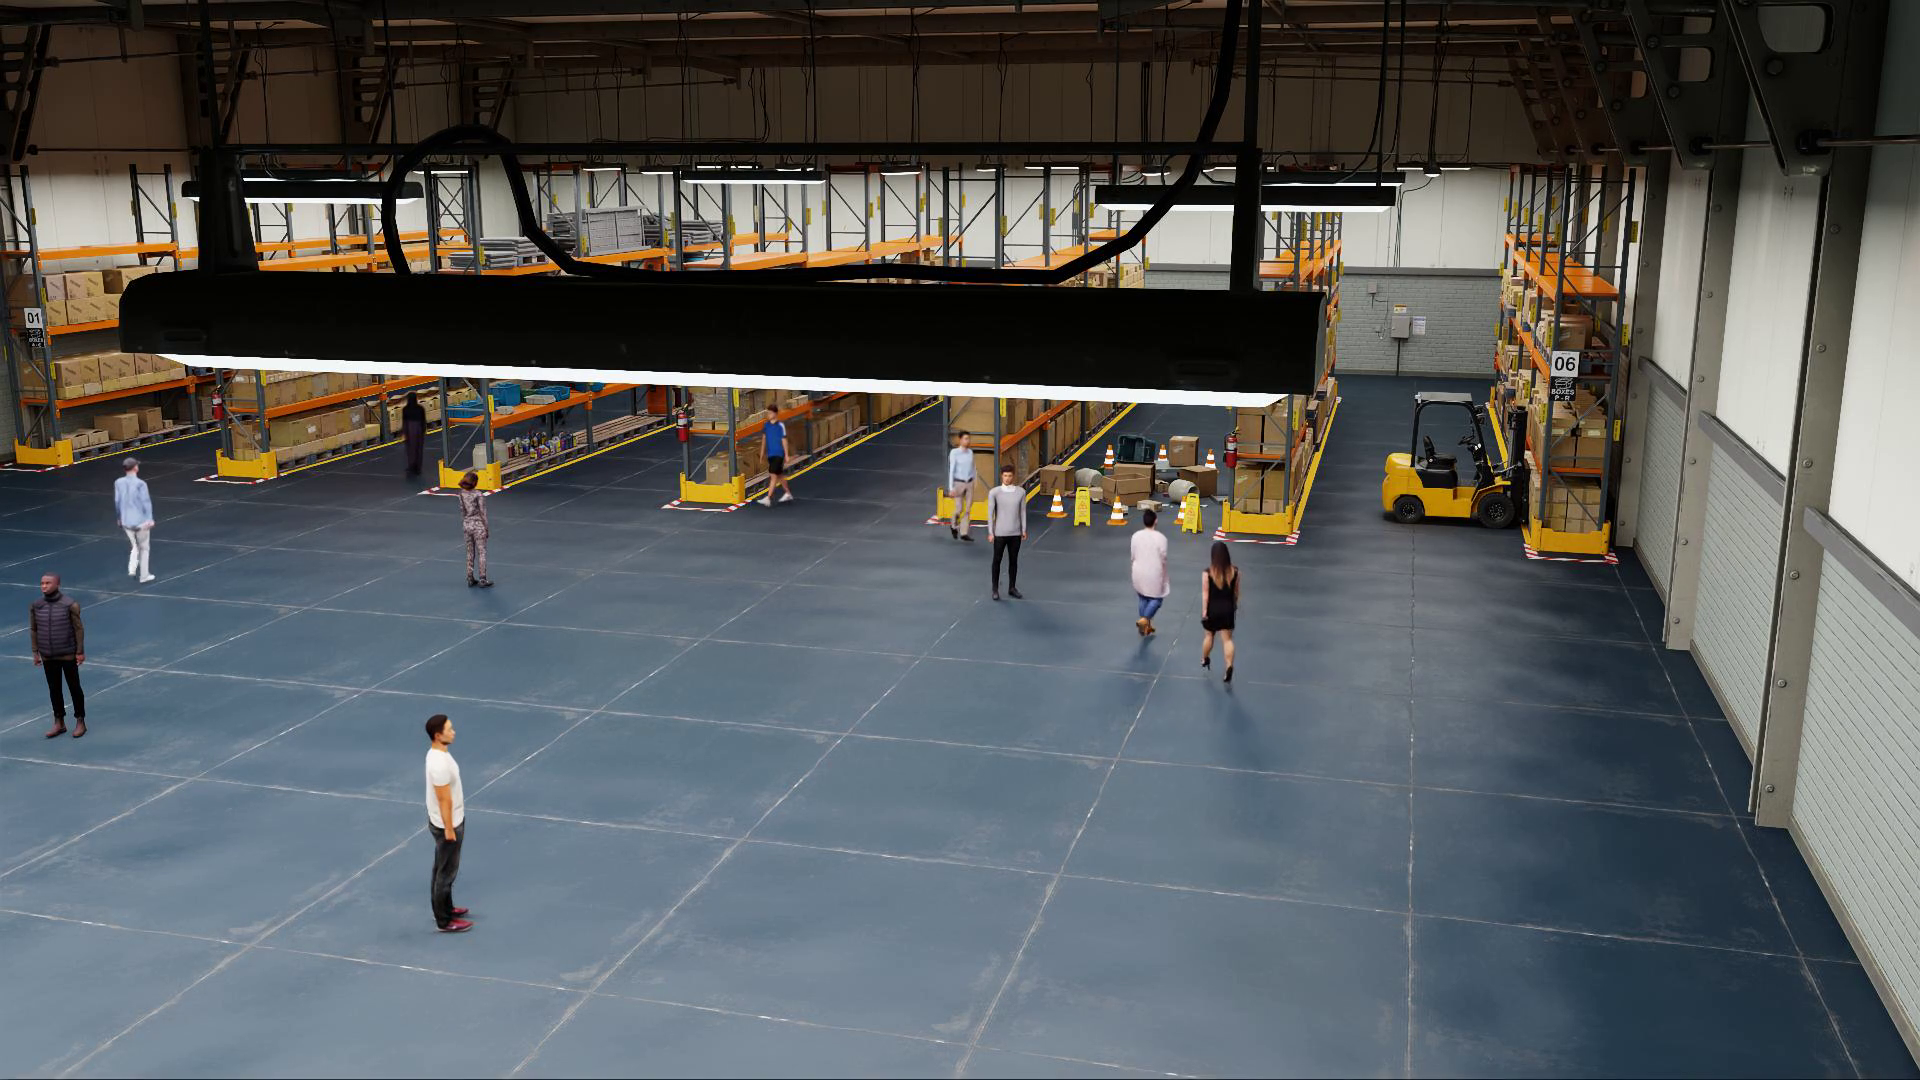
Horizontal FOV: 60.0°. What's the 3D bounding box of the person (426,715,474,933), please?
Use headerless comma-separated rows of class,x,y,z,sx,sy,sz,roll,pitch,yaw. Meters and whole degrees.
person,-4.211,2.288,13.565,0.781,1.801,0.679,-5,14,-20

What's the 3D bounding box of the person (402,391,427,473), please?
person,-10.891,-2.152,33.165,0.813,1.609,1.024,-2,13,-8

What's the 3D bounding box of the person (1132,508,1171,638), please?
person,2.427,0.457,21.641,0.850,1.726,1.004,9,16,33

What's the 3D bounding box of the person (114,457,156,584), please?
person,-12.169,-0.270,24.445,0.685,1.878,0.664,2,13,8

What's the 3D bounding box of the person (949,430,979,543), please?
person,0.011,-0.882,27.193,0.866,1.830,0.925,-8,15,-31

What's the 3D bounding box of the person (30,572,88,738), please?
person,-9.764,1.233,18.050,0.754,1.835,0.673,-1,13,-2

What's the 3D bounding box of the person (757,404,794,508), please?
person,-3.258,-1.518,29.978,0.990,1.812,1.315,10,16,36

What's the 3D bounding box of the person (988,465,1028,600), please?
person,0.670,-0.133,23.760,0.834,1.920,0.828,-3,13,-14

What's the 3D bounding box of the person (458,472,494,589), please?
person,-7.105,-0.160,24.331,0.590,1.714,0.584,5,14,20

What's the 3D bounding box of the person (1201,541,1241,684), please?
person,3.130,0.912,19.816,0.944,1.664,1.177,-2,13,-8
